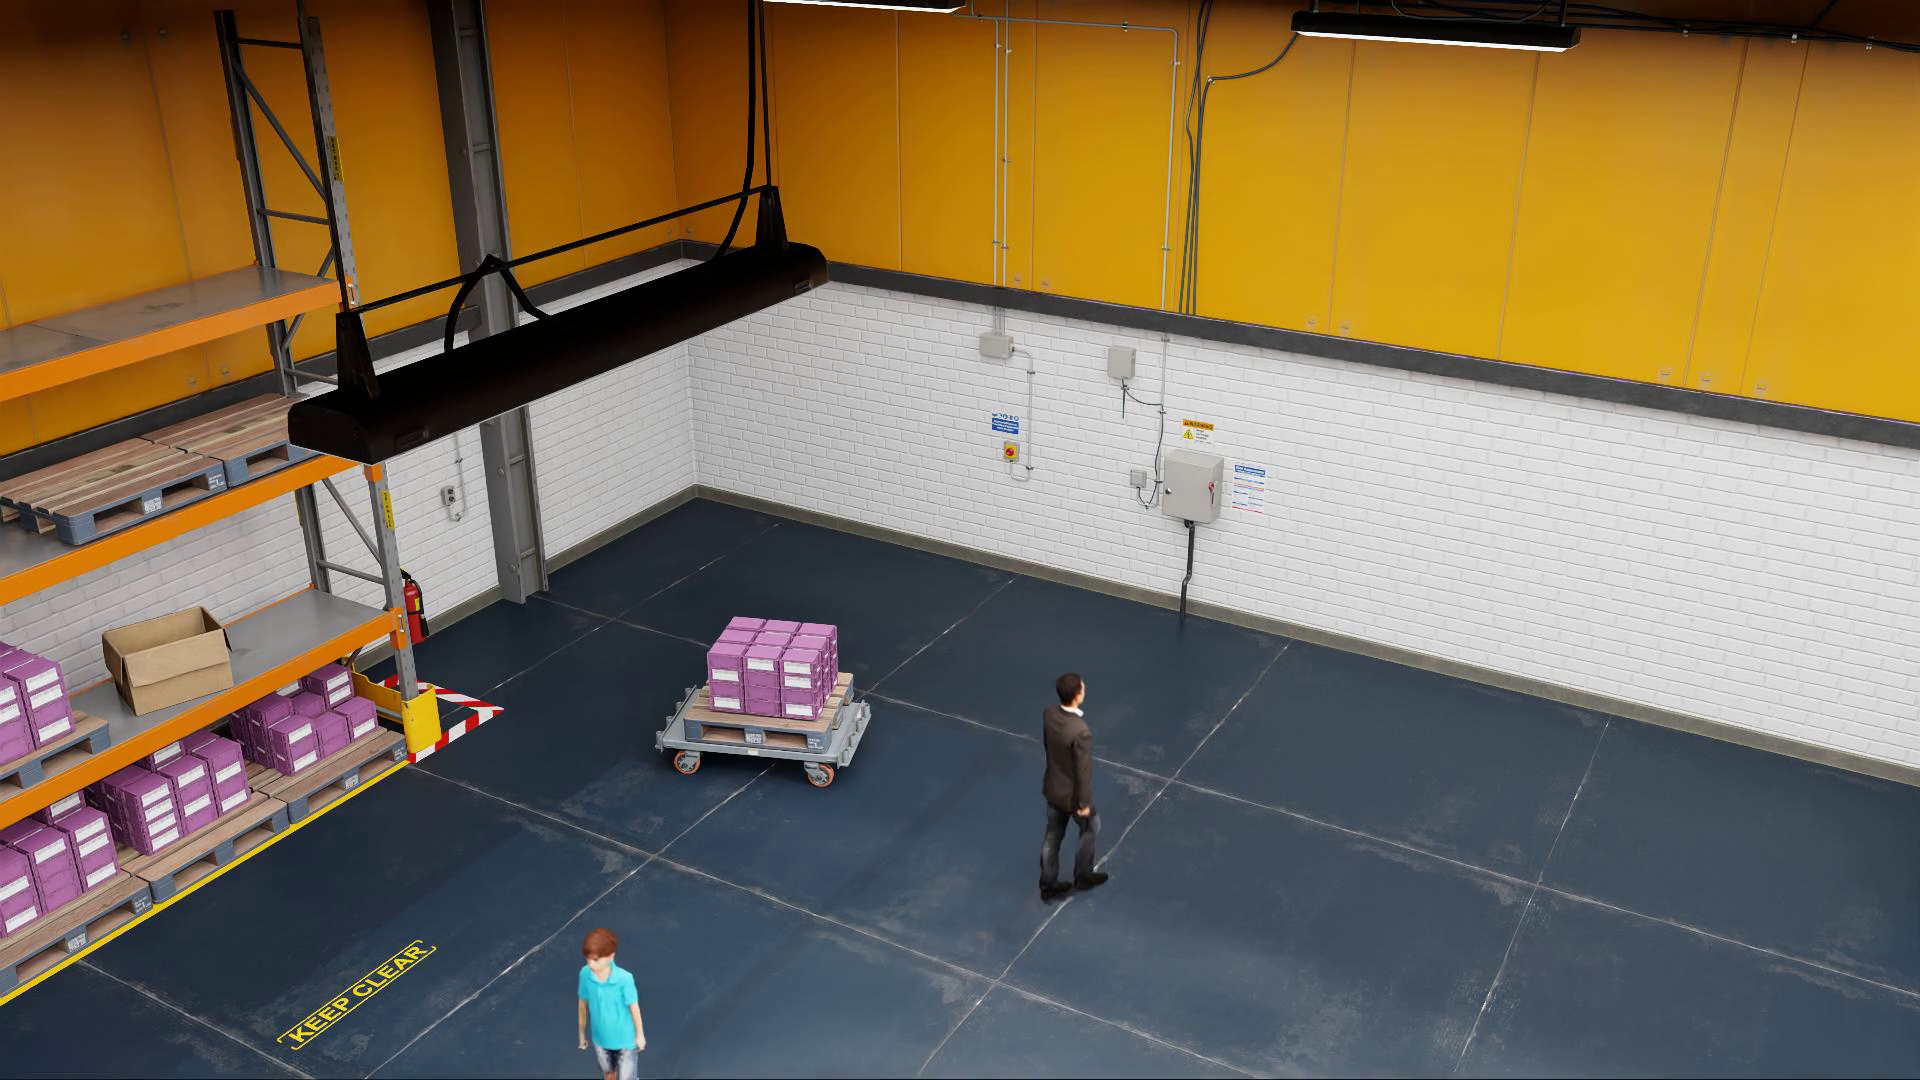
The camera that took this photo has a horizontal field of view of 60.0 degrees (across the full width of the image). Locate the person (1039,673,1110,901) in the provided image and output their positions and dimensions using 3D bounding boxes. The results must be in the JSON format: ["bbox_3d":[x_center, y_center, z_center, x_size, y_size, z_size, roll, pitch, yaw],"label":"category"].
[{"bbox_3d":[0.706,1.811,11.945,0.943,1.785,0.886,-16,28,-33],"label":"person"}]

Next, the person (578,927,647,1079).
[{"bbox_3d":[-2.029,2.882,9.925,0.599,1.440,0.624,7,25,15],"label":"person"}]
